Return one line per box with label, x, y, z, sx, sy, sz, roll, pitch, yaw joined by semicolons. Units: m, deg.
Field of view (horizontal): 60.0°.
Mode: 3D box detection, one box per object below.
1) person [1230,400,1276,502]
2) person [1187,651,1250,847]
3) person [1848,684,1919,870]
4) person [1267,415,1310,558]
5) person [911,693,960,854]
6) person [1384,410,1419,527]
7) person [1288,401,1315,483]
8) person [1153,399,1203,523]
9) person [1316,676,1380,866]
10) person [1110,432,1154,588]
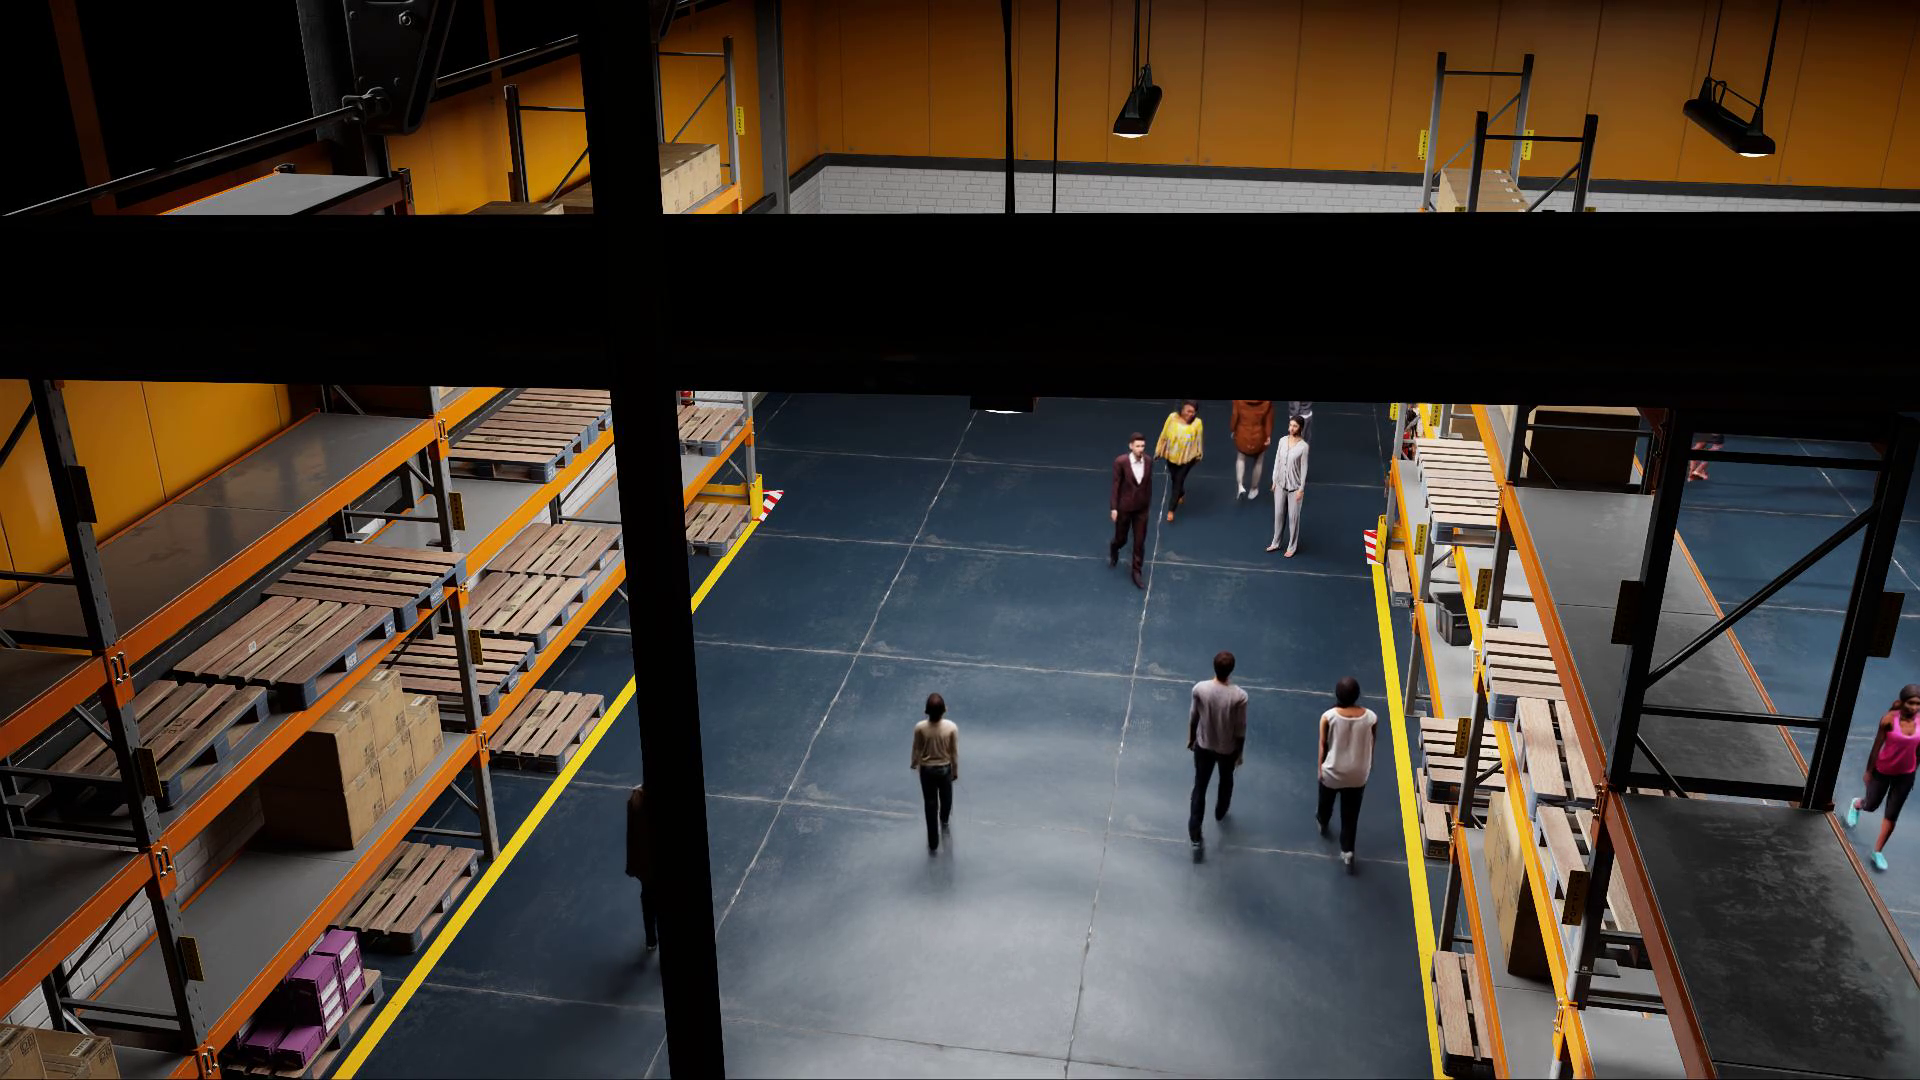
person;3.798;-1.333;21.709;0.762;1.823;0.875;6;24;14
person;2.203;1.839;14.475;0.797;1.805;1.188;8;25;17
person;8.004;1.959;14.326;0.557;1.705;0.932;4;24;10
person;4.022;-0.676;20.266;0.665;1.774;0.678;19;30;36
person;-0.207;2.047;14.453;0.722;1.442;0.961;-2;24;-6
person;5.610;-0.841;20.765;0.752;1.678;0.686;-3;24;-7
person;4.578;-1.578;22.325;0.715;1.779;0.609;20;31;38
person;2.852;-1.076;21.399;0.944;1.600;1.146;13;27;27
person;3.311;1.991;14.317;0.721;1.653;1.107;2;24;5
person;1.990;-0.406;19.555;0.955;1.850;1.153;-6;24;-14
